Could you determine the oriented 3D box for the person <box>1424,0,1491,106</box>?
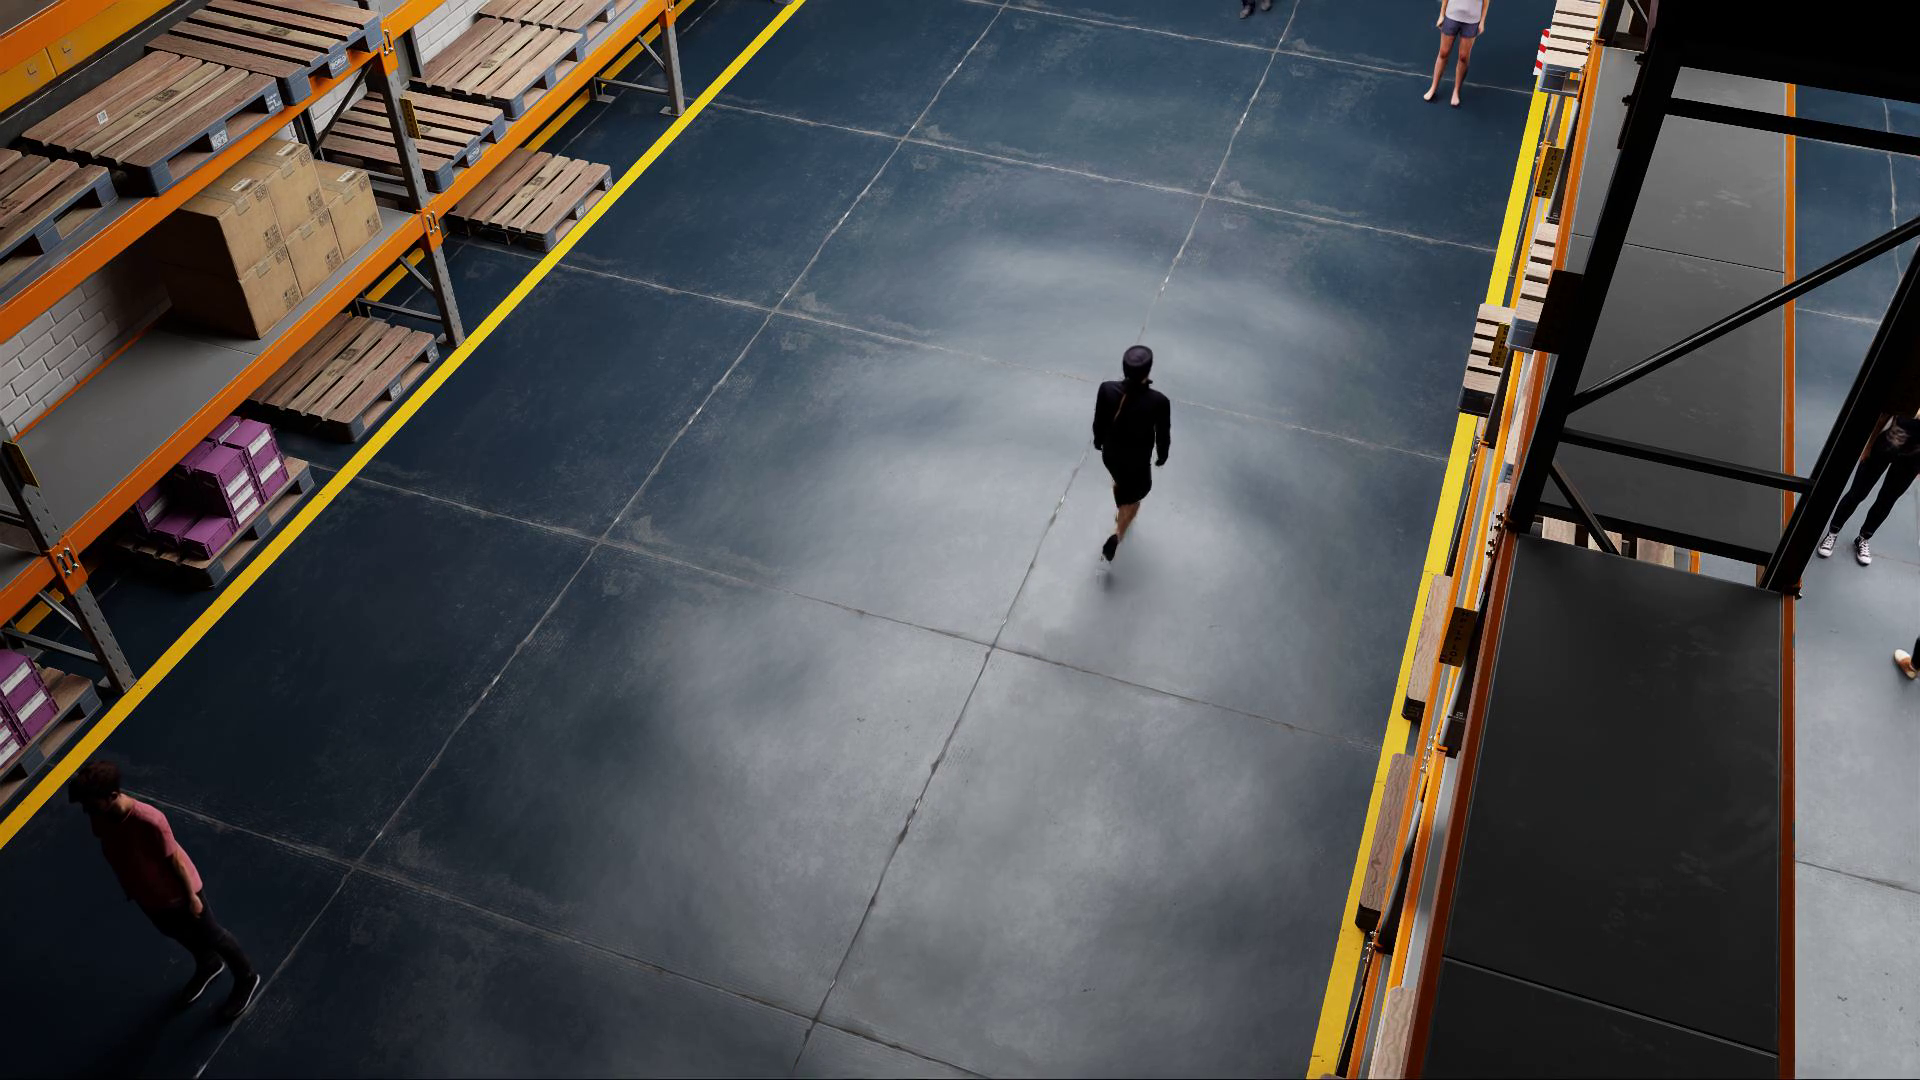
[{"bbox_3d":[4.854,-5.041,16.048,0.607,1.730,0.542,16,46,16],"label":"person"}]

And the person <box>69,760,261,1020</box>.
[{"bbox_3d":[-4.153,1.791,8.711,0.638,1.956,0.564,12,45,12],"label":"person"}]

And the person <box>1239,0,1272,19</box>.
[{"bbox_3d":[3.290,-6.454,17.485,0.674,1.792,0.830,14,45,14],"label":"person"}]

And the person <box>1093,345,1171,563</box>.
[{"bbox_3d":[1.131,-0.560,11.398,0.736,1.654,0.973,17,46,17],"label":"person"}]

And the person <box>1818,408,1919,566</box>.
[{"bbox_3d":[6.369,-0.575,11.330,0.597,1.769,0.514,14,45,14],"label":"person"}]
